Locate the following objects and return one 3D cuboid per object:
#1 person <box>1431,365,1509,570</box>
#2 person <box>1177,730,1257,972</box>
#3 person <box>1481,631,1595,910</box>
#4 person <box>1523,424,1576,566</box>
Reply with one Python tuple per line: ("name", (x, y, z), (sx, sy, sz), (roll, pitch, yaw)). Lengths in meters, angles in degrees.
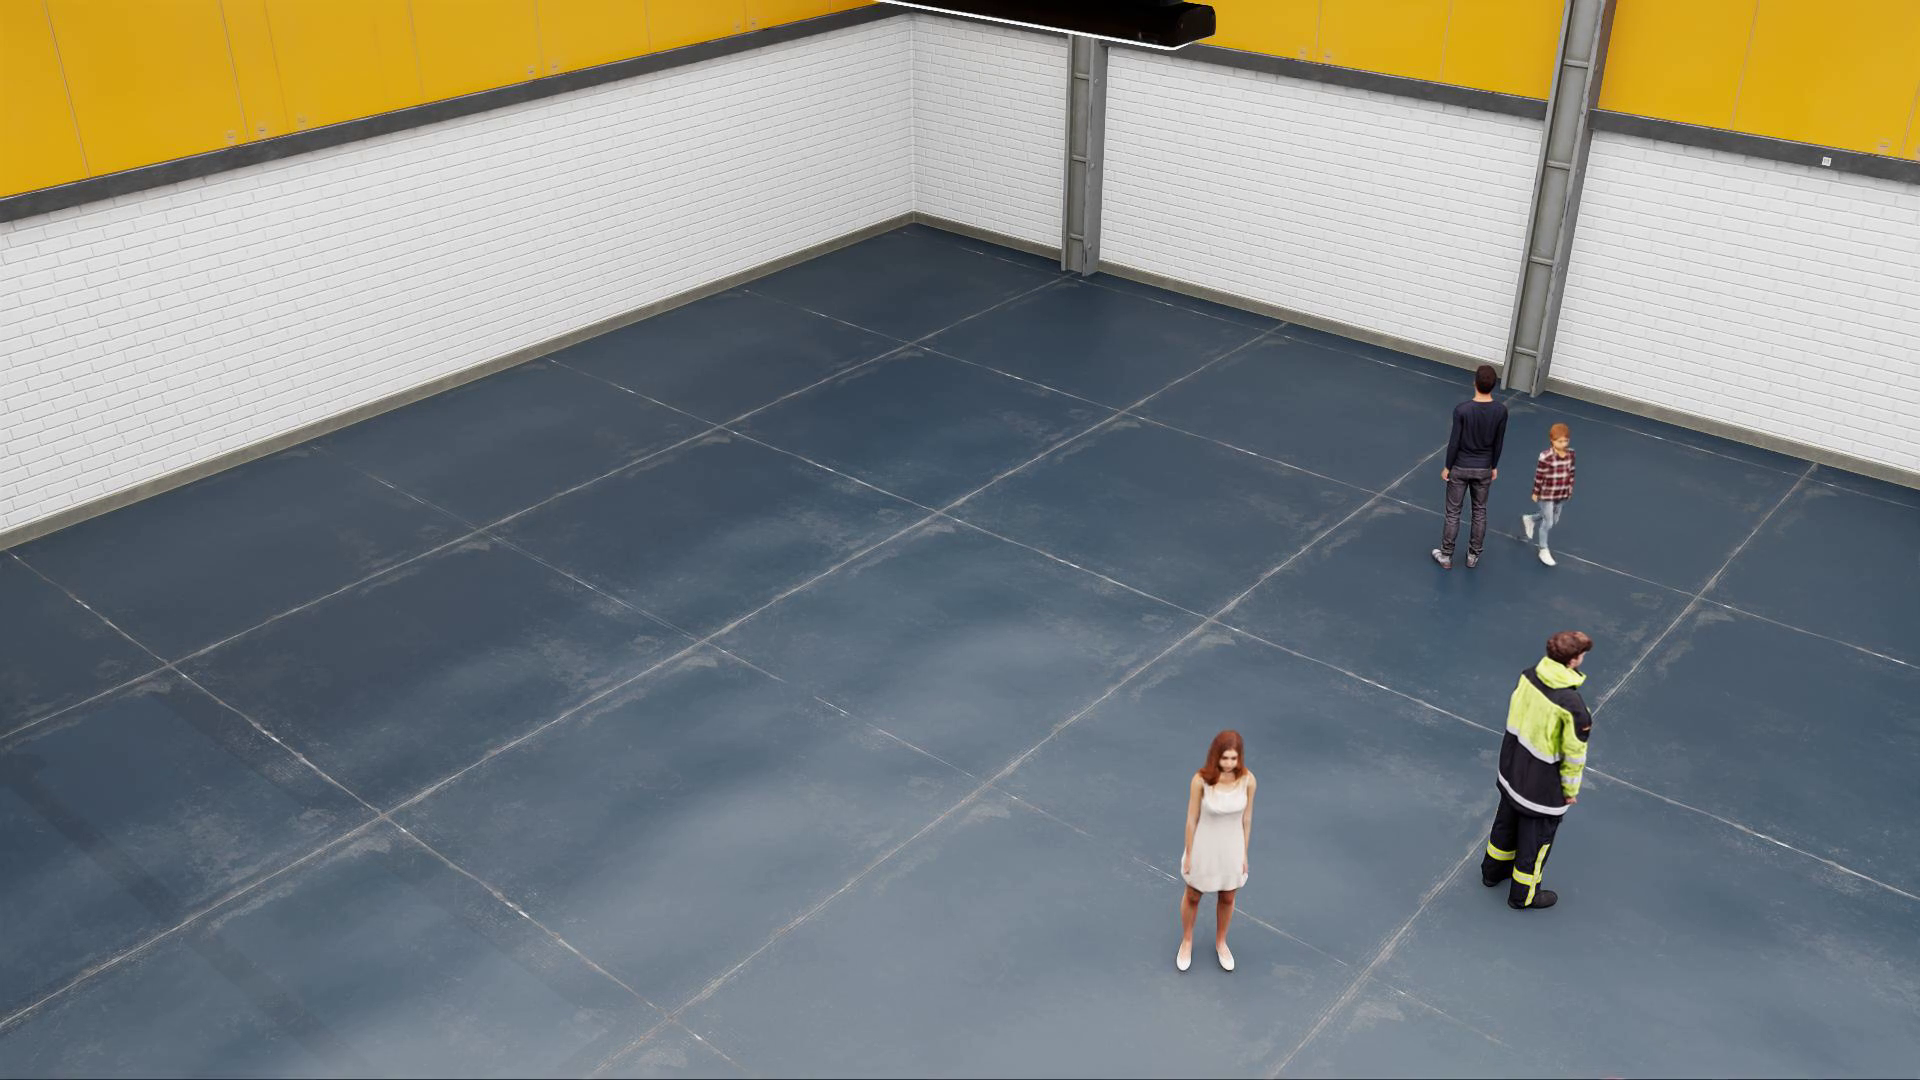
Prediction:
("person", (4.405, -0.618, 14.313), (0.696, 1.871, 0.769), (-1, 29, -1))
("person", (1.538, 1.842, 9.975), (0.636, 1.706, 0.708), (0, 29, 0))
("person", (3.644, 1.418, 10.467), (0.930, 1.980, 0.783), (-11, 31, -19))
("person", (5.163, -0.451, 14.616), (0.759, 1.287, 0.894), (-10, 30, -18))
